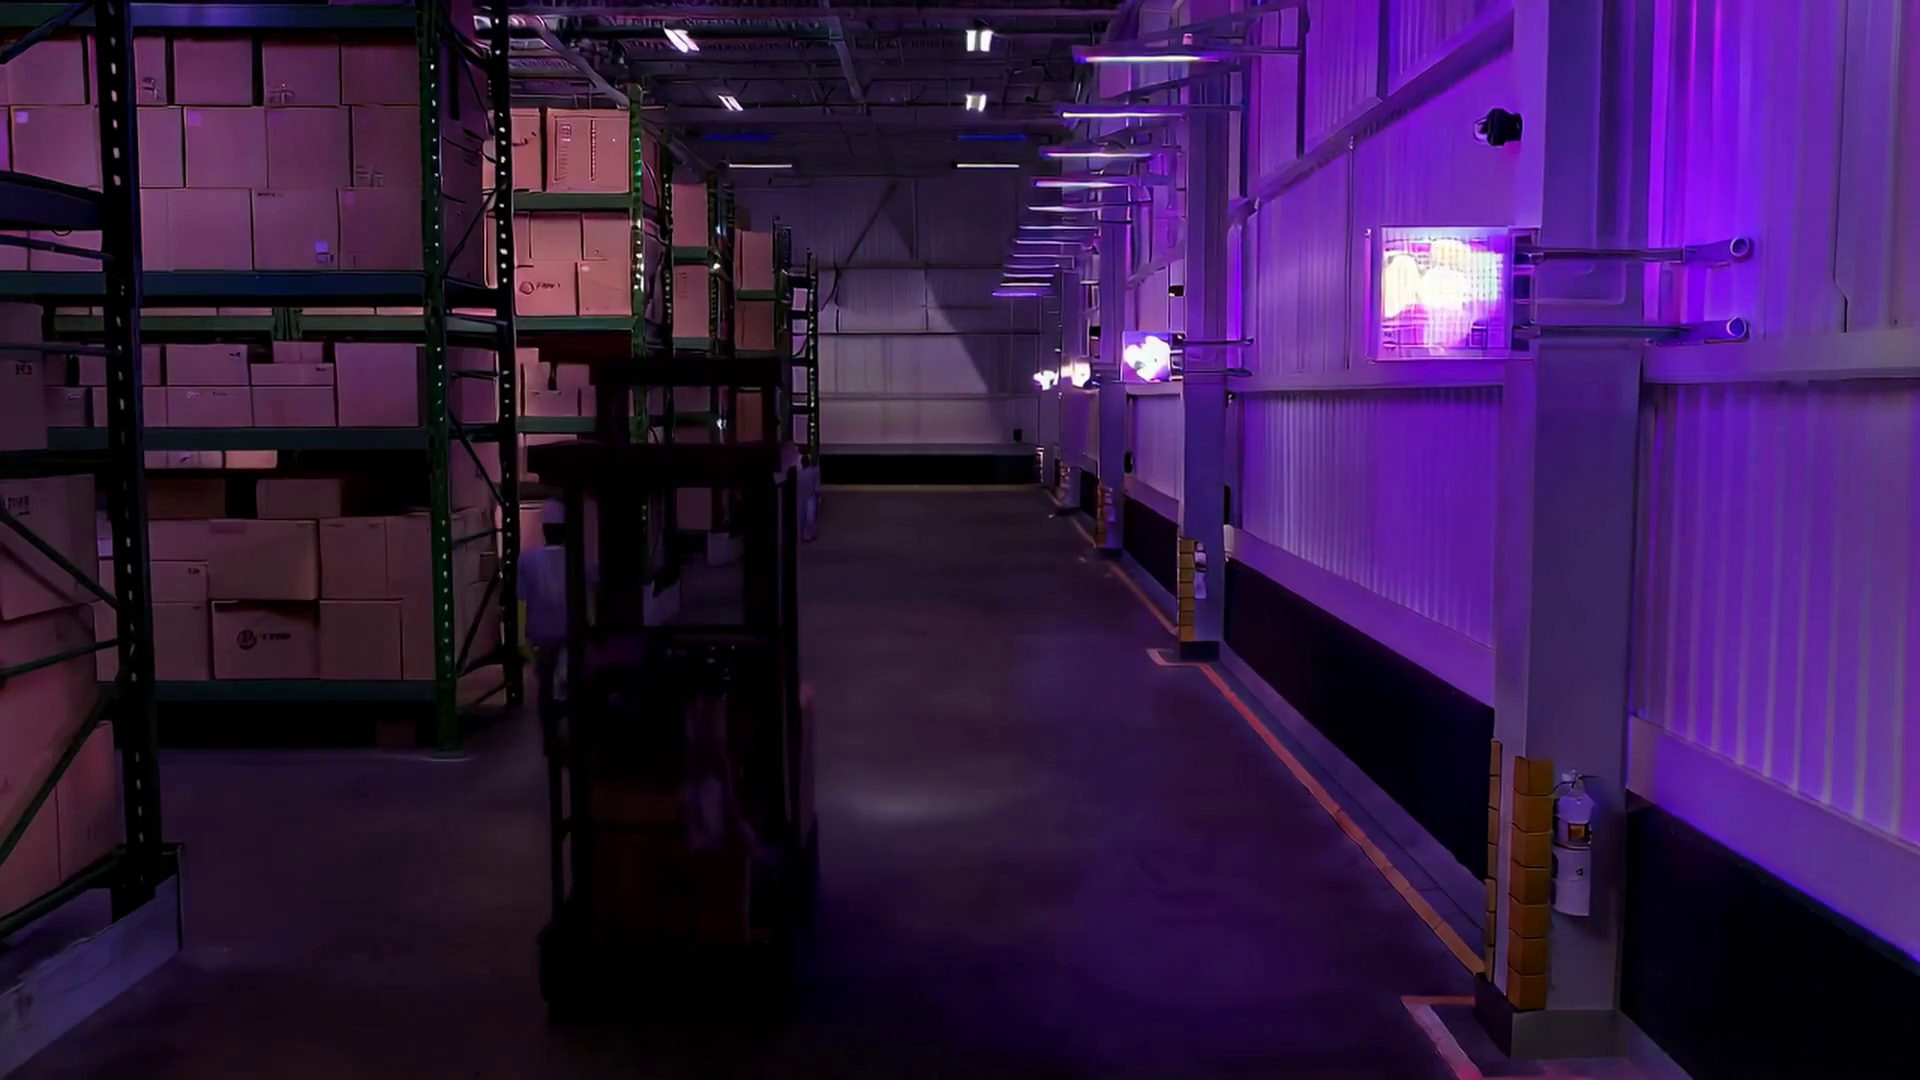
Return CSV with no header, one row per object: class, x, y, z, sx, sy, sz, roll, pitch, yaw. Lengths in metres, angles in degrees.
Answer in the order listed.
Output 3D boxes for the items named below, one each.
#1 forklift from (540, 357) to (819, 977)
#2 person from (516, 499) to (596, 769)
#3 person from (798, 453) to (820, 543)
forklift,-1.307,0.491,8.195,1.129,2.768,1.873,0,5,0
person,-2.876,0.663,11.856,0.552,1.912,0.879,-1,5,-12
person,-2.782,-0.741,29.790,0.535,1.609,0.690,0,5,-2
